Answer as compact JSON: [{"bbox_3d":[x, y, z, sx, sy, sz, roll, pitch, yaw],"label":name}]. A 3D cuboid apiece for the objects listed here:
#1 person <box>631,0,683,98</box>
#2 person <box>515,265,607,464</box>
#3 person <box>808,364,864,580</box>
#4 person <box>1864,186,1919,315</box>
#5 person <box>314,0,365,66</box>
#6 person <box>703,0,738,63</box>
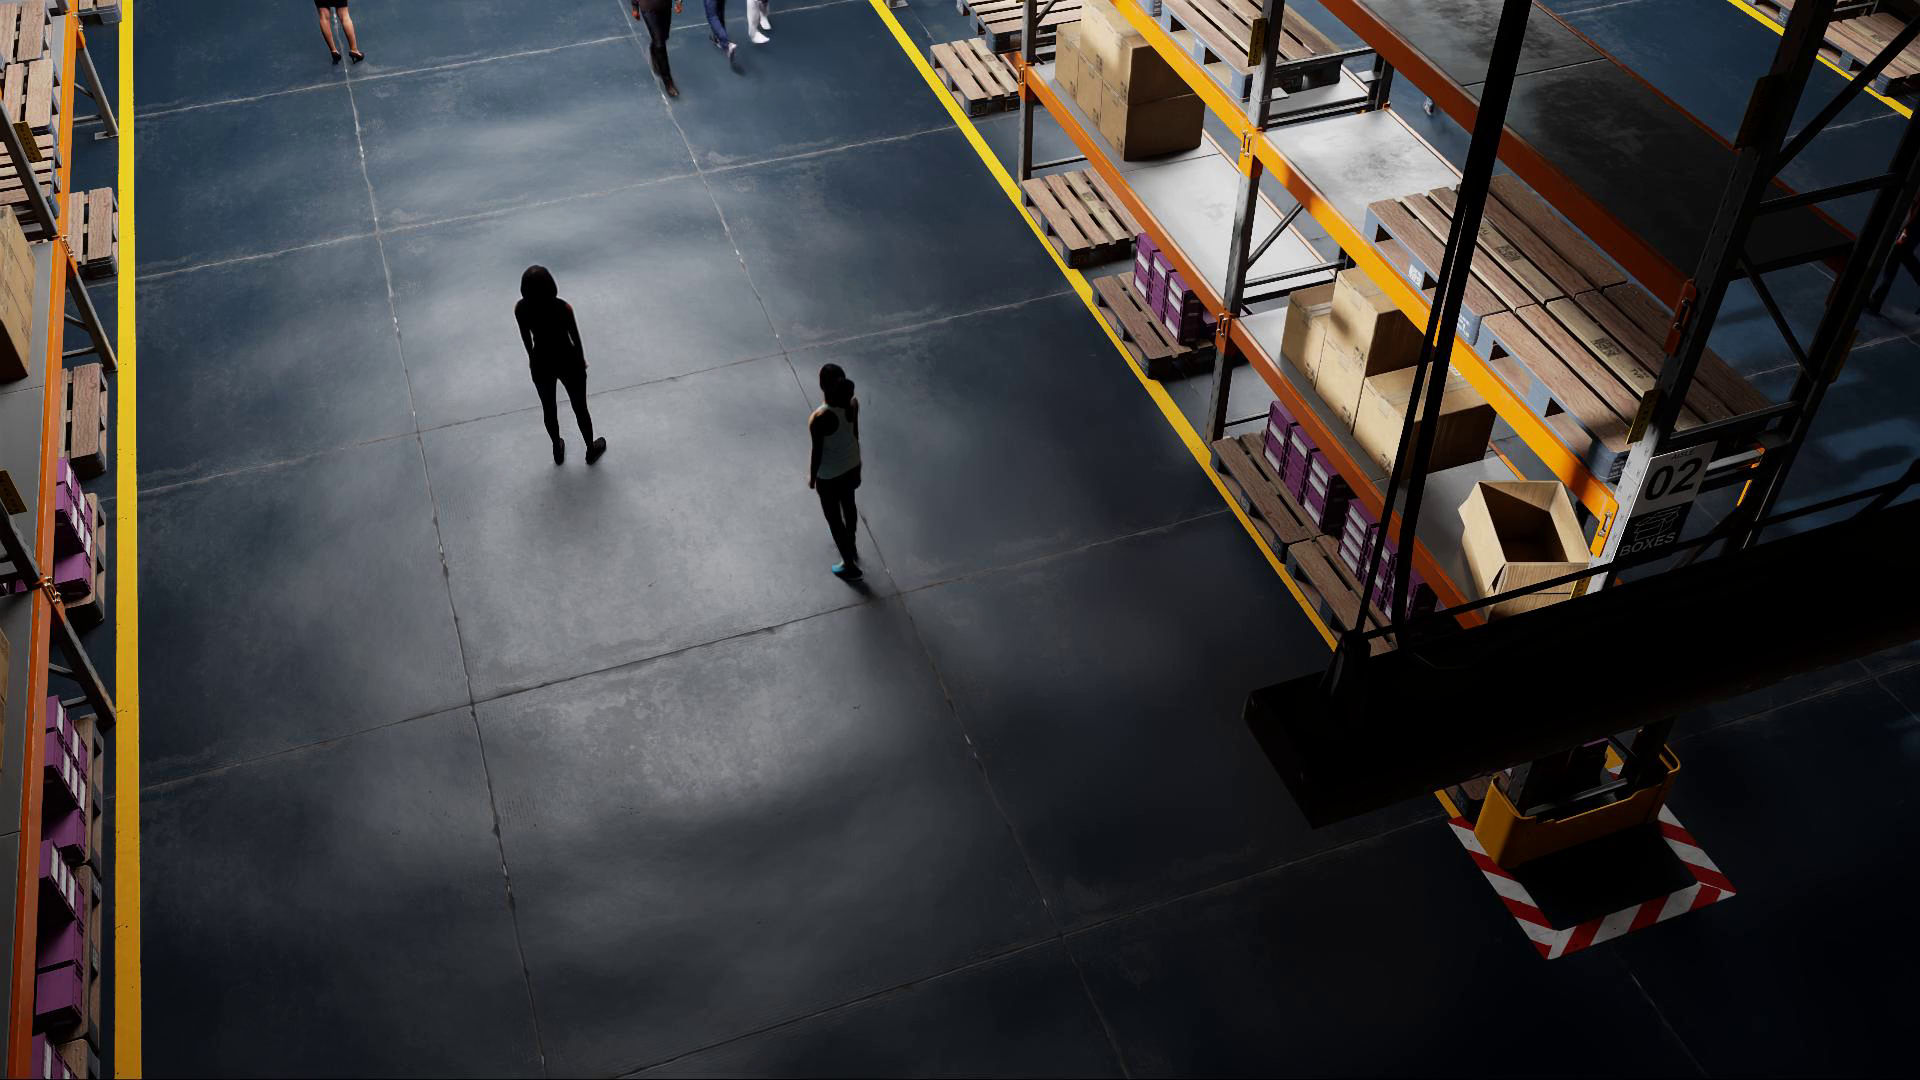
[{"bbox_3d":[-3.059,-5.380,16.607,0.753,1.740,1.128,-18,47,-18],"label":"person"},{"bbox_3d":[-2.988,-1.295,12.320,0.663,1.741,0.642,1,44,1],"label":"person"},{"bbox_3d":[-0.830,-0.492,11.448,0.740,1.780,0.833,-33,53,-30],"label":"person"},{"bbox_3d":[7.949,-2.558,13.626,0.838,1.768,1.000,-31,51,-28],"label":"person"},{"bbox_3d":[-6.460,-5.657,16.945,0.601,1.677,0.567,0,44,0],"label":"person"},{"bbox_3d":[-2.489,-5.666,17.058,0.657,1.534,1.029,-24,48,-23],"label":"person"}]
